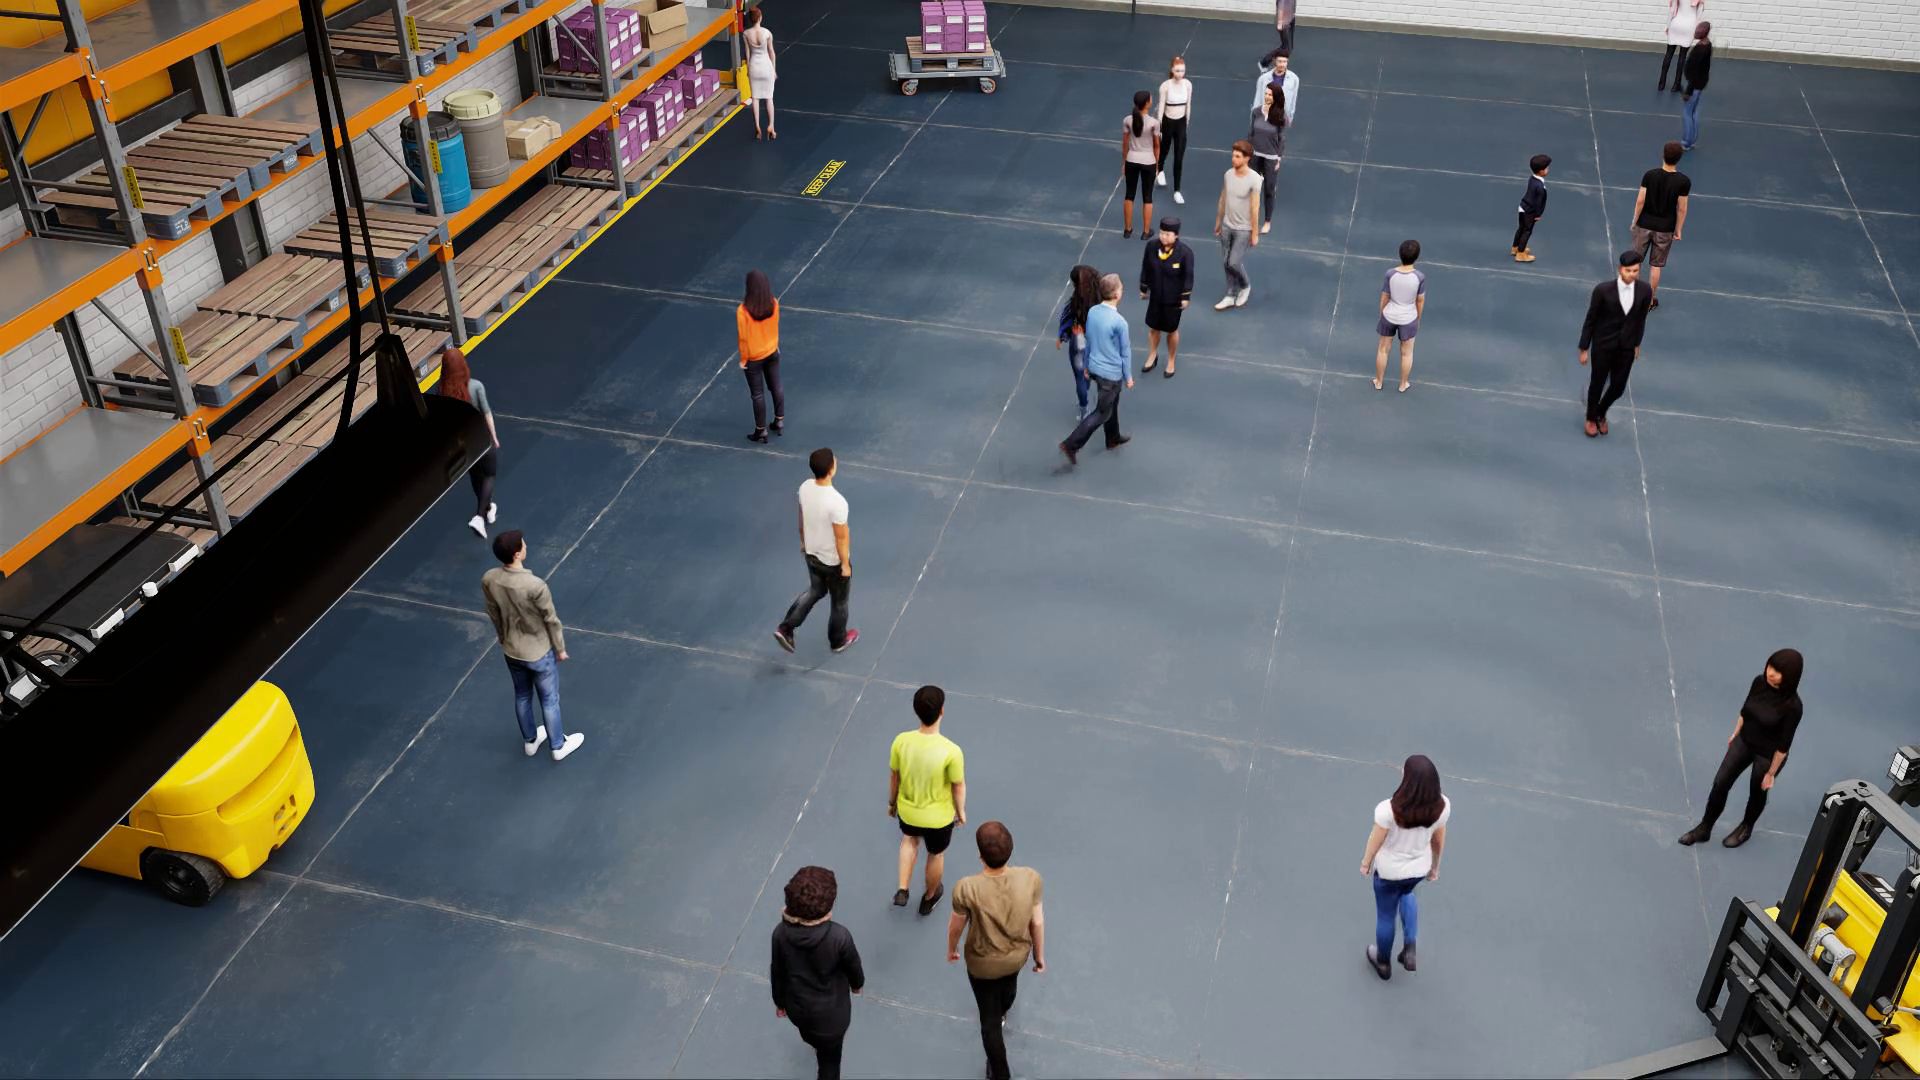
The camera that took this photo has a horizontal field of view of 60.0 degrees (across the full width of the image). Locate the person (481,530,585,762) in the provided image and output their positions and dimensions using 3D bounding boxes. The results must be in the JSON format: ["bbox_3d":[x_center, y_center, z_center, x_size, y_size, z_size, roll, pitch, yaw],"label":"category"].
[{"bbox_3d":[-3.005,0.749,11.553,0.713,1.868,0.600,11,35,16],"label":"person"}]

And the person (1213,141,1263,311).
[{"bbox_3d":[3.015,-3.344,17.697,0.879,1.884,0.835,-25,41,-33],"label":"person"}]

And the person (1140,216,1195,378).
[{"bbox_3d":[2.050,-2.417,16.495,0.765,1.671,0.718,18,37,24],"label":"person"}]

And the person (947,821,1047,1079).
[{"bbox_3d":[0.227,2.366,9.162,1.006,1.823,1.176,-8,34,-12],"label":"person"}]

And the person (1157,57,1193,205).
[{"bbox_3d":[2.578,-5.079,20.485,0.991,1.687,1.283,-7,34,-10],"label":"person"}]

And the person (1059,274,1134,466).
[{"bbox_3d":[1.267,-1.511,15.022,1.184,1.793,1.108,-19,38,-27],"label":"person"}]

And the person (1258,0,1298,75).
[{"bbox_3d":[4.635,-7.559,24.083,0.833,1.836,0.745,17,37,23],"label":"person"}]

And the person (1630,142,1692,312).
[{"bbox_3d":[7.400,-3.341,17.713,0.734,1.862,0.656,16,37,23],"label":"person"}]

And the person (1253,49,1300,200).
[{"bbox_3d":[3.852,-5.186,20.578,0.799,1.763,1.223,3,34,5],"label":"person"}]

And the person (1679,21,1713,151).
[{"bbox_3d":[9.669,-5.958,21.781,0.897,1.717,0.604,22,39,29],"label":"person"}]

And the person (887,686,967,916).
[{"bbox_3d":[-0.233,1.695,10.291,0.670,1.689,0.707,11,35,15],"label":"person"}]

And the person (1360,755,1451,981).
[{"bbox_3d":[2.644,2.011,9.828,0.717,1.677,0.761,-8,34,-11],"label":"person"}]

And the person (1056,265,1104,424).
[{"bbox_3d":[1.199,-1.803,15.623,0.770,1.613,0.828,-17,37,-24],"label":"person"}]

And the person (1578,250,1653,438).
[{"bbox_3d":[6.059,-1.860,15.476,0.763,1.871,0.659,3,34,5],"label":"person"}]

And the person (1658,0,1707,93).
[{"bbox_3d":[10.328,-7.324,23.760,0.705,1.800,0.700,20,39,28],"label":"person"}]

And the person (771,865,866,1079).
[{"bbox_3d":[-0.778,2.544,8.976,0.717,1.733,1.053,4,34,6],"label":"person"}]

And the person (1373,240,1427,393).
[{"bbox_3d":[4.299,-2.190,16.247,0.571,1.567,0.536,11,35,16],"label":"person"}]

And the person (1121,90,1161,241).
[{"bbox_3d":[2.094,-4.358,19.349,0.618,1.745,0.553,12,35,17],"label":"person"}]

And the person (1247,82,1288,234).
[{"bbox_3d":[3.577,-4.507,19.553,0.664,1.768,0.616,18,38,25],"label":"person"}]

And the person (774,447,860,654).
[{"bbox_3d":[-1.087,0.145,12.535,0.925,1.788,1.066,29,43,36],"label":"person"}]

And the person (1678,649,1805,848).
[{"bbox_3d":[5.278,1.353,10.861,0.900,1.629,0.847,-16,37,-22],"label":"person"}]

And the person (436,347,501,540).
[{"bbox_3d":[-4.106,-0.785,13.988,0.776,1.728,1.052,-1,34,-2],"label":"person"}]

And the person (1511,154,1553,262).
[{"bbox_3d":[6.512,-3.802,18.985,0.602,1.221,0.469,-1,34,-1],"label":"person"}]

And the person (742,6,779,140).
[{"bbox_3d":[-2.650,-6.196,22.070,0.593,1.792,0.511,4,34,6],"label":"person"}]

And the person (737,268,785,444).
[{"bbox_3d":[-1.835,-1.713,15.367,0.768,1.748,0.656,28,43,35],"label":"person"}]
